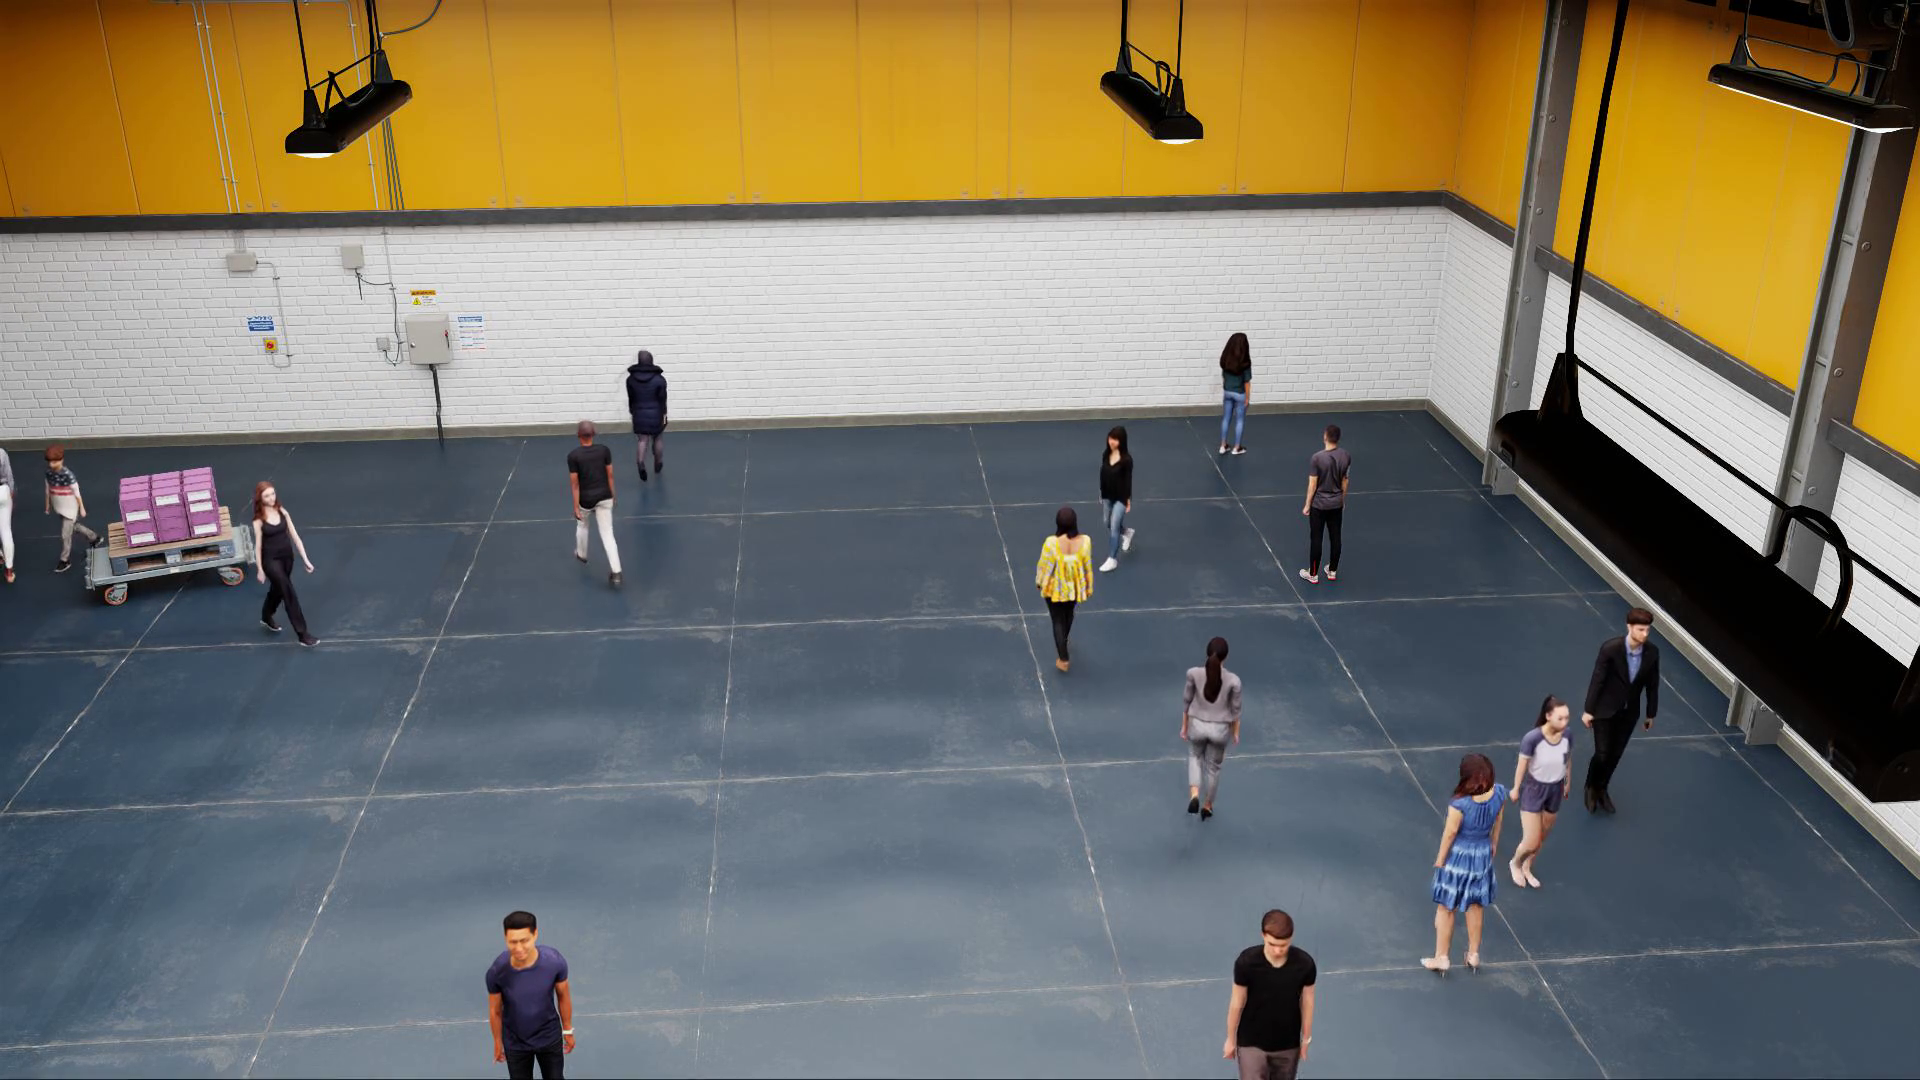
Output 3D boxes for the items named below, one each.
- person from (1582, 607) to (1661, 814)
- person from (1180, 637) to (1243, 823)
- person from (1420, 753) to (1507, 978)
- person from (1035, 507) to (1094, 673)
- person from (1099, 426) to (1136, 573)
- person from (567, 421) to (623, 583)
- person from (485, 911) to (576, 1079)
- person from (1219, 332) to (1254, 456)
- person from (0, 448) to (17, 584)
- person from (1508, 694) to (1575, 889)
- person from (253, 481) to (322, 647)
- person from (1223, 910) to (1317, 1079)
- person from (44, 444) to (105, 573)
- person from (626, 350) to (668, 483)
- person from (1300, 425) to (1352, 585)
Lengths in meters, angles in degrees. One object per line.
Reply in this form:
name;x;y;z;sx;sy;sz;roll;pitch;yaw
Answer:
person;5.362;1.354;13.678;0.716;1.874;0.615;-2;24;-3
person;1.989;1.583;13.416;0.730;1.663;0.750;8;25;17
person;3.552;2.272;11.675;0.726;1.796;0.660;-5;24;-12
person;0.998;0.502;15.942;0.819;1.622;0.994;-7;25;-15
person;1.751;-0.492;18.201;0.927;1.633;0.958;21;31;40
person;-3.865;-0.364;17.768;1.006;1.745;1.355;-12;26;-26
person;-2.581;2.982;10.052;0.679;1.793;0.587;-6;24;-14
person;3.531;-1.889;21.418;0.714;1.616;0.766;16;28;32
person;-10.342;-0.362;17.839;0.860;1.685;1.135;-11;26;-24
person;4.385;1.904;12.714;0.668;1.638;0.644;-8;25;-17
person;-6.836;0.209;16.509;1.030;1.704;1.142;11;26;23
person;1.867;2.955;10.066;0.751;1.833;1.092;1;24;2
person;-9.777;-0.401;18.272;0.815;1.410;1.028;9;25;20
person;-3.864;-1.519;20.517;0.757;1.659;1.040;2;24;4
person;3.921;-0.390;17.806;0.687;1.763;0.607;-7;25;-16
